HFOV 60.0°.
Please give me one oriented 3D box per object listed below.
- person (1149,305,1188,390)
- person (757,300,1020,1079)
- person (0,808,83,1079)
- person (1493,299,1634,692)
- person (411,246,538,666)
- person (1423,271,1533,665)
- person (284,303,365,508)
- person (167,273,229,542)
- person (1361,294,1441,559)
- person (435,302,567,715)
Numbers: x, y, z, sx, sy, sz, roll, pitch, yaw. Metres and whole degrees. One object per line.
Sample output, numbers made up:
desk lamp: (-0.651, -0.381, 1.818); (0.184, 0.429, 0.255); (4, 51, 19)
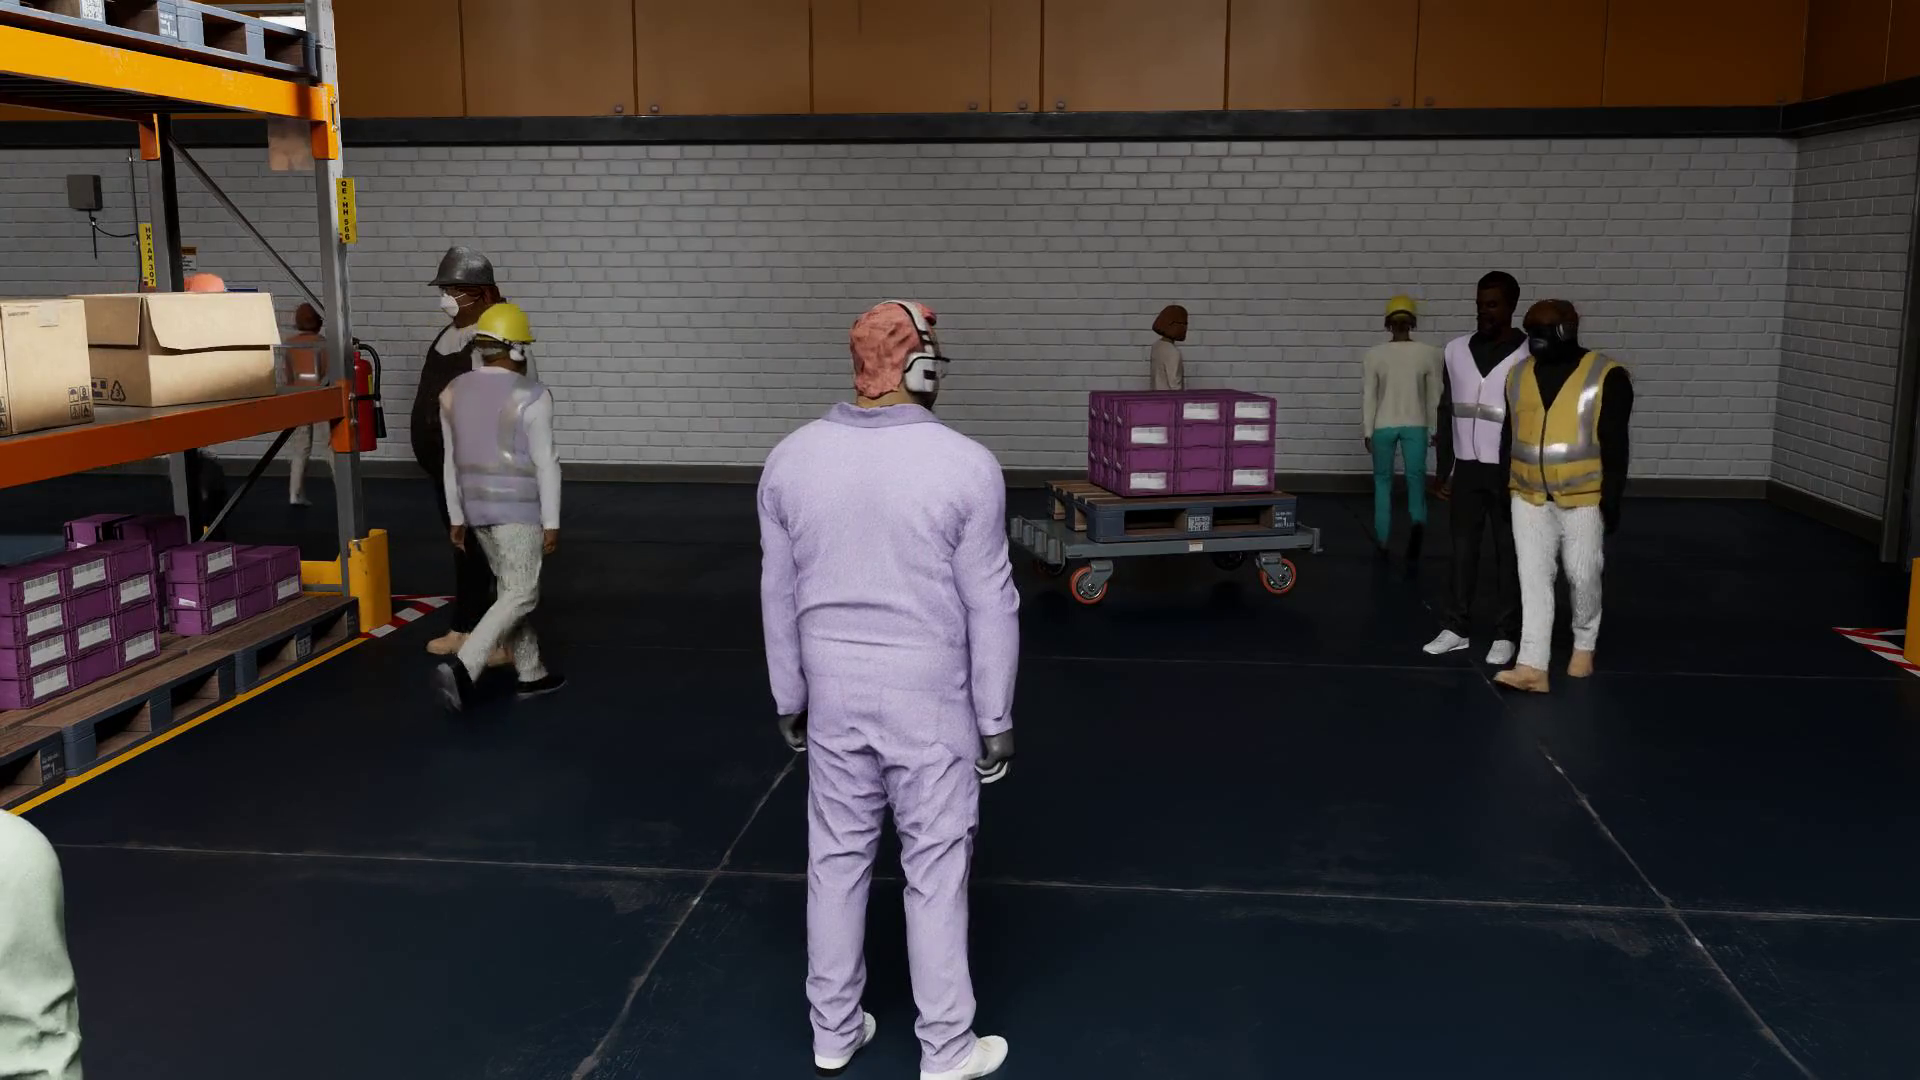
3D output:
person: (1.506, -0.895, 12.127); (0.281, 1.624, 0.510); (-2, 10, -10)
person: (-0.152, 0.380, 4.025); (0.650, 1.904, 0.401); (4, 11, 23)
person: (-1.341, 0.859, 2.054); (0.498, 1.634, 0.281); (-1, 10, -6)
person: (2.767, -0.206, 7.703); (0.649, 1.798, 0.806); (8, 13, 39)
person: (-2.403, -0.406, 8.135); (0.674, 2.000, 0.535); (9, 13, 41)
person: (2.623, -0.355, 8.196); (0.590, 1.920, 0.399); (10, 14, 44)
person: (-5.075, -1.061, 13.120); (0.537, 1.608, 0.708); (3, 10, 17)
person: (-4.463, -0.568, 9.500); (0.756, 1.898, 0.610); (-3, 10, -18)
person: (2.898, -0.738, 10.924); (0.524, 1.744, 0.731); (2, 10, 9)
person: (-2.031, -0.129, 7.252); (0.589, 1.804, 0.778); (5, 11, 29)
